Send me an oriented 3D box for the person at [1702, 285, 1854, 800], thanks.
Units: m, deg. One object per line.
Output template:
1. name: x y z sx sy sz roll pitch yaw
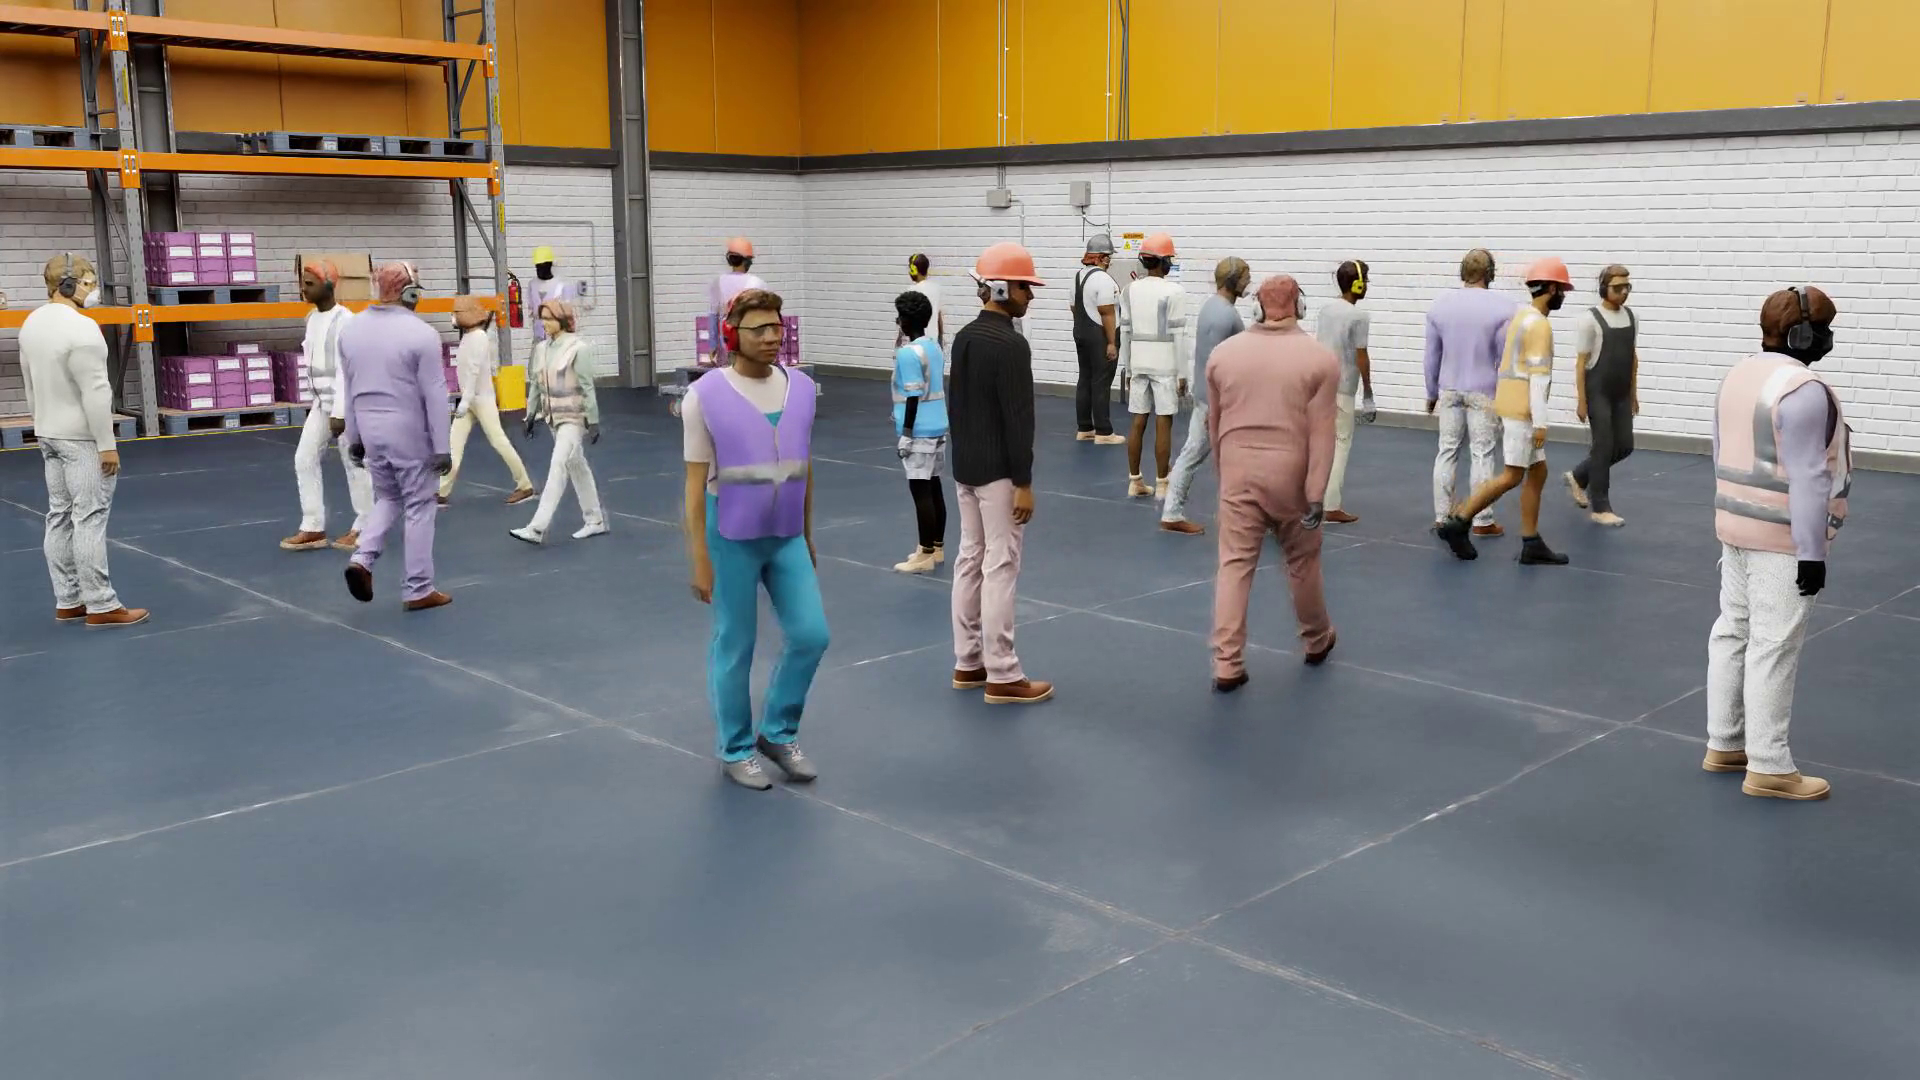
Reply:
1. person: 2.980 0.005 6.060 0.429 1.845 0.621 0 10 -1

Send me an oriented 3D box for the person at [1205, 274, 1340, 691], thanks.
1. person: 1.419 -0.275 7.588 0.640 1.840 0.968 5 12 26

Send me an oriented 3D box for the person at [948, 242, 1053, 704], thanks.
1. person: 0.162 -0.291 7.263 0.391 1.991 0.612 -5 11 -25

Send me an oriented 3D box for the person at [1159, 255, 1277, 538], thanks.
1. person: 1.829 -0.939 11.082 1.041 1.878 0.637 0 10 -1

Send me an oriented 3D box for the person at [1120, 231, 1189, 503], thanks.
1. person: 1.493 -1.309 12.664 0.607 2.048 0.366 10 14 43

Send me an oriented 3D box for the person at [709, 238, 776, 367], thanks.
1. person: -2.101 -1.950 16.320 0.625 1.984 1.015 4 11 23

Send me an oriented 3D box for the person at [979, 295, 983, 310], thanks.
1. person: 0.304 -1.592 15.337 0.281 1.633 0.498 -1 10 -8

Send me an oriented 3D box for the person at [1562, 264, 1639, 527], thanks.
1. person: 4.520 -1.025 11.723 0.529 1.827 0.590 -5 11 -24

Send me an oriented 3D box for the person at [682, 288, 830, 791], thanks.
1. person: -0.720 0.016 6.010 0.599 1.831 0.506 -9 14 -42

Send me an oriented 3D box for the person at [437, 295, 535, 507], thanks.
1. person: -3.625 -1.029 12.399 0.890 1.582 0.506 -7 12 -33

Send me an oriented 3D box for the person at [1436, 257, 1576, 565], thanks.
1. person: 3.374 -0.785 10.231 0.757 1.893 0.640 1 10 6

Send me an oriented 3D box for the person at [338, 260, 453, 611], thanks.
1. person: -3.014 -0.538 8.891 0.667 1.890 0.490 4 11 22

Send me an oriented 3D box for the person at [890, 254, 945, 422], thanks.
1. person: -0.473 -2.017 17.132 0.870 1.822 0.528 8 13 39

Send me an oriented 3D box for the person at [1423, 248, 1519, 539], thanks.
1. person: 3.418 -0.975 11.146 0.660 1.936 0.393 8 13 39

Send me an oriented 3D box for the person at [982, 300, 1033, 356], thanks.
1. person: 0.521 -2.108 17.604 0.603 1.830 0.404 8 13 36

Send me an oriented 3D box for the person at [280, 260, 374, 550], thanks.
1. person: -4.082 -0.835 10.574 0.611 1.859 0.744 9 14 41

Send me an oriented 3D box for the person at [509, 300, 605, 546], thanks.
1. person: -2.662 -0.760 10.874 0.544 1.592 0.835 9 14 42

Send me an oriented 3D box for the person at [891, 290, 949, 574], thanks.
1. person: -0.242 -0.642 9.980 0.321 1.695 0.536 3 11 17

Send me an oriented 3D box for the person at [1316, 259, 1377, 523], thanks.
1. person: 2.670 -1.030 11.677 0.407 1.858 0.505 -4 11 -20

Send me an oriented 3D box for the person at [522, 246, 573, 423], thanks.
1. person: -4.459 -2.195 17.905 0.588 1.904 0.722 3 11 18

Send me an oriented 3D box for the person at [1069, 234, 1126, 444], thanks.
1. person: 1.384 -1.964 16.254 0.538 2.000 0.681 -5 11 -24

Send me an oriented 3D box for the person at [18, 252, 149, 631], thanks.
1. person: -4.545 -0.500 8.566 0.627 1.935 0.371 7 13 34
